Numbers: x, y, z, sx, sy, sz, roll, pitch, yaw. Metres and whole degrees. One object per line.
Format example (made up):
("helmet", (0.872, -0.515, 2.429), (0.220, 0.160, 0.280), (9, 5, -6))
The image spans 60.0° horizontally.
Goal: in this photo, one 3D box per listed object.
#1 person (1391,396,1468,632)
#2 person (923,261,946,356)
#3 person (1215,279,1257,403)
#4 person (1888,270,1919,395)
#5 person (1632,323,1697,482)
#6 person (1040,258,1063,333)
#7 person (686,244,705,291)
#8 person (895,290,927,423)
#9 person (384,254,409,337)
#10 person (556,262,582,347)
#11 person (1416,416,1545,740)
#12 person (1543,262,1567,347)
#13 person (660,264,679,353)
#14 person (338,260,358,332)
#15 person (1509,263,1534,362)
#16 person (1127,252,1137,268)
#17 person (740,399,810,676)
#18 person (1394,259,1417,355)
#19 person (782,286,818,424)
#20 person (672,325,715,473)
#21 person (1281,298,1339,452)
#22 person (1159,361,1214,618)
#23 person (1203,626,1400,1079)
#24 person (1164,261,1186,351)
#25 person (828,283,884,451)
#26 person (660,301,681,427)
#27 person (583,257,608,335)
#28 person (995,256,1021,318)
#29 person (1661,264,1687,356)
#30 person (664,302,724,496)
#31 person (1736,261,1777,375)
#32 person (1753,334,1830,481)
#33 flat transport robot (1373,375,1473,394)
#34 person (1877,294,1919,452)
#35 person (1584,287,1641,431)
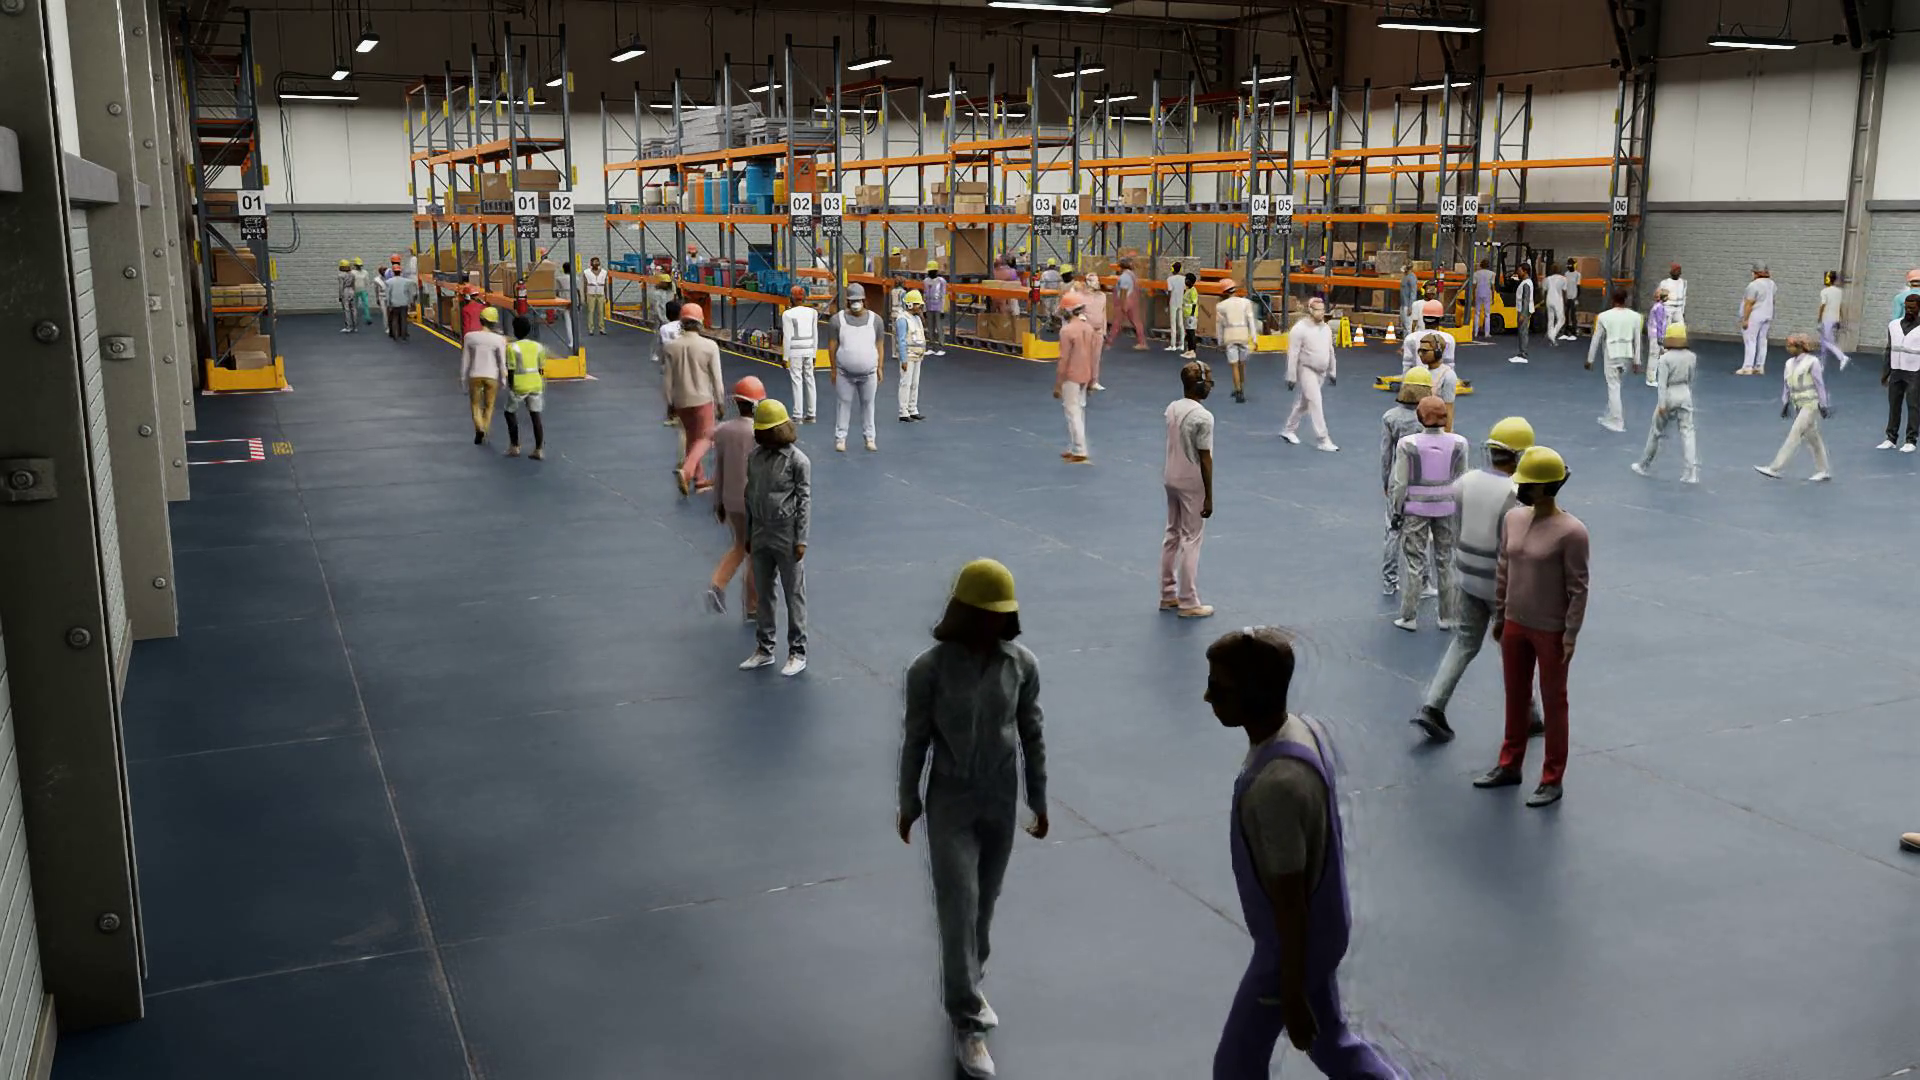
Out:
("person", (3.227, -0.176, 11.447), (0.513, 1.640, 0.309), (0, 11, -1))
("person", (-0.535, -4.695, 33.723), (0.582, 1.918, 0.406), (10, 15, 40))
("person", (4.209, -3.060, 25.498), (0.628, 1.872, 0.817), (-1, 11, -3))
("person", (14.889, -3.227, 26.053), (0.623, 1.989, 0.399), (2, 11, 10))
("person", (7.714, -1.488, 17.988), (0.489, 1.694, 0.914), (-2, 11, -10))
("person", (2.189, -5.821, 39.682), (0.606, 1.811, 0.565), (-4, 12, -21))
("person", (-7.374, -7.237, 46.394), (0.642, 2.005, 0.841), (-4, 12, -18))
("person", (-0.668, -2.518, 22.895), (0.403, 1.824, 0.591), (4, 12, 22))
("person", (-13.080, -5.672, 38.658), (0.400, 1.928, 0.543), (6, 13, 29))
("person", (-8.470, -5.085, 35.968), (0.497, 1.809, 0.975), (-5, 12, -23))
("person", (2.890, 0.224, 9.013), (0.798, 1.804, 0.597), (-7, 13, -33))
("person", (12.737, -5.029, 35.602), (0.546, 1.835, 0.437), (11, 15, 43))
("person", (-5.930, -4.716, 33.990), (0.388, 1.848, 0.564), (-5, 12, -25))
("person", (-14.943, -5.953, 40.540), (0.287, 1.746, 0.487), (5, 12, 25))
("person", (10.898, -4.392, 32.167), (0.392, 1.919, 0.591), (2, 11, 12))
("person", (4.962, -7.417, 47.954), (0.324, 1.752, 0.562), (-2, 11, -9))
("person", (-1.161, -0.019, 10.404), (0.484, 1.737, 0.305), (6, 13, 30))
("person", (9.110, -4.738, 33.870), (0.352, 1.937, 0.635), (0, 11, 1))
("person", (-2.192, -2.522, 22.753), (0.575, 1.883, 0.362), (-10, 15, -41))
("person", (-2.861, -1.544, 18.186), (0.783, 1.728, 0.560), (10, 15, 42))
("person", (4.331, -2.053, 20.470), (0.659, 1.857, 1.023), (-9, 14, -39))
("person", (1.635, -0.357, 11.882), (0.340, 1.839, 0.501), (-6, 13, -29))
("person", (1.028, 1.110, 4.525), (0.835, 1.803, 0.557), (3, 12, 16))
("person", (4.521, -4.900, 34.877), (0.517, 1.869, 0.327), (-6, 13, -28))
("person", (-1.241, -2.090, 20.150), (0.683, 2.000, 0.536), (-2, 11, -8))
("person", (-3.854, -2.385, 22.525), (0.321, 1.697, 0.535), (7, 13, 33))
("person", (-8.620, -5.775, 39.365), (0.567, 1.849, 0.386), (-5, 12, -26))
("person", (1.235, -6.354, 42.457), (0.982, 1.801, 0.624), (8, 14, 36))
("person", (14.276, -4.575, 33.220), (0.596, 1.863, 0.588), (-2, 11, -9))
("person", (-2.724, -1.416, 16.885), (0.631, 1.972, 0.824), (4, 12, 18))
("person", (14.247, -3.993, 29.824), (0.687, 2.000, 0.535), (-6, 13, -29))
("person", (9.034, -1.419, 17.901), (0.874, 1.576, 0.530), (0, 11, 0))
("flat transport robot", (7.462, -2.516, 26.829), (0.652, 0.197, 1.431), (-10, 15, -41))
("person", (11.498, -2.027, 20.172), (0.397, 1.911, 0.587), (-6, 13, -29))
("person", (8.708, -2.425, 22.251), (0.612, 1.879, 0.889), (-2, 11, -11))
